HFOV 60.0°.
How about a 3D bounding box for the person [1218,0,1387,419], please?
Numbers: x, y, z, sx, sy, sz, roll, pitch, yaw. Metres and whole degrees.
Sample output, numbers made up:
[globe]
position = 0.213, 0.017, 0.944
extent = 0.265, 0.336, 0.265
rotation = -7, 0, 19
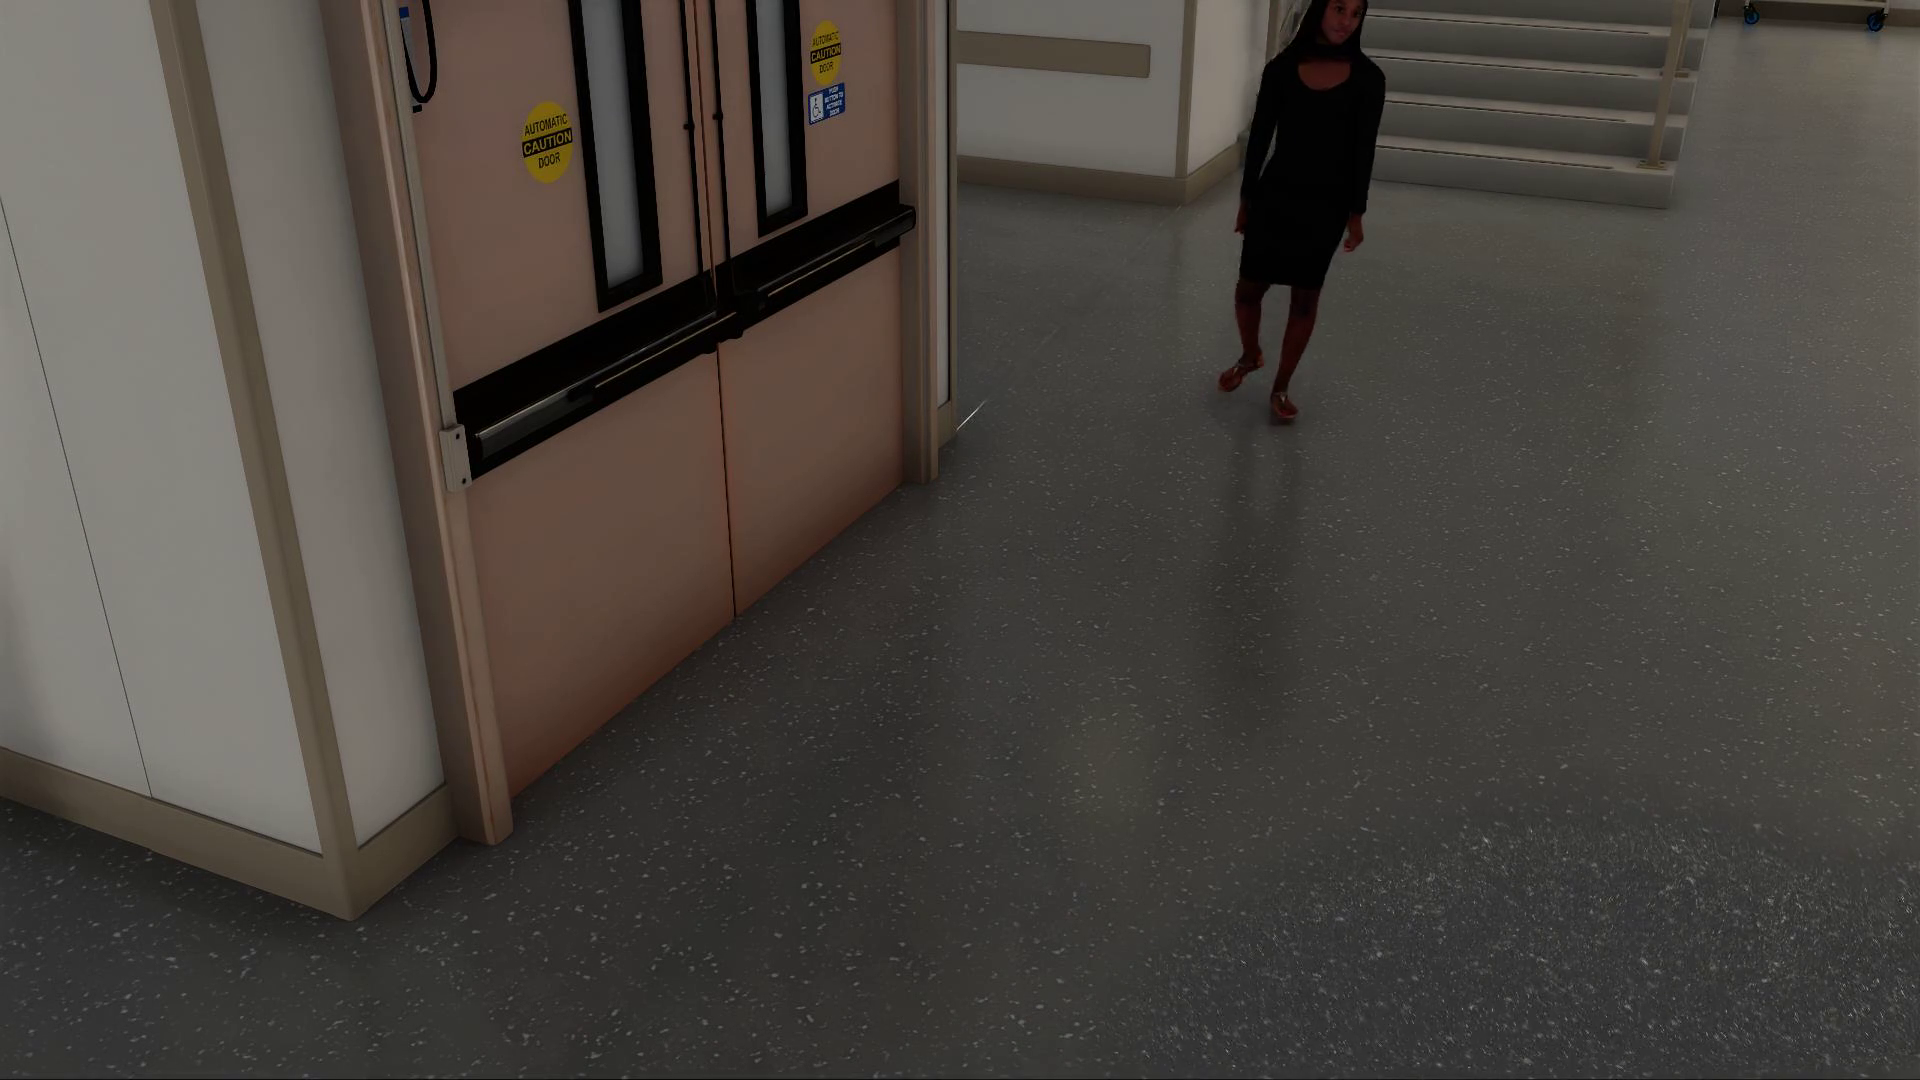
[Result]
[person]
position = 1.311, -1.283, 6.401
extent = 0.739, 1.705, 0.674
rotation = 12, 28, 24
